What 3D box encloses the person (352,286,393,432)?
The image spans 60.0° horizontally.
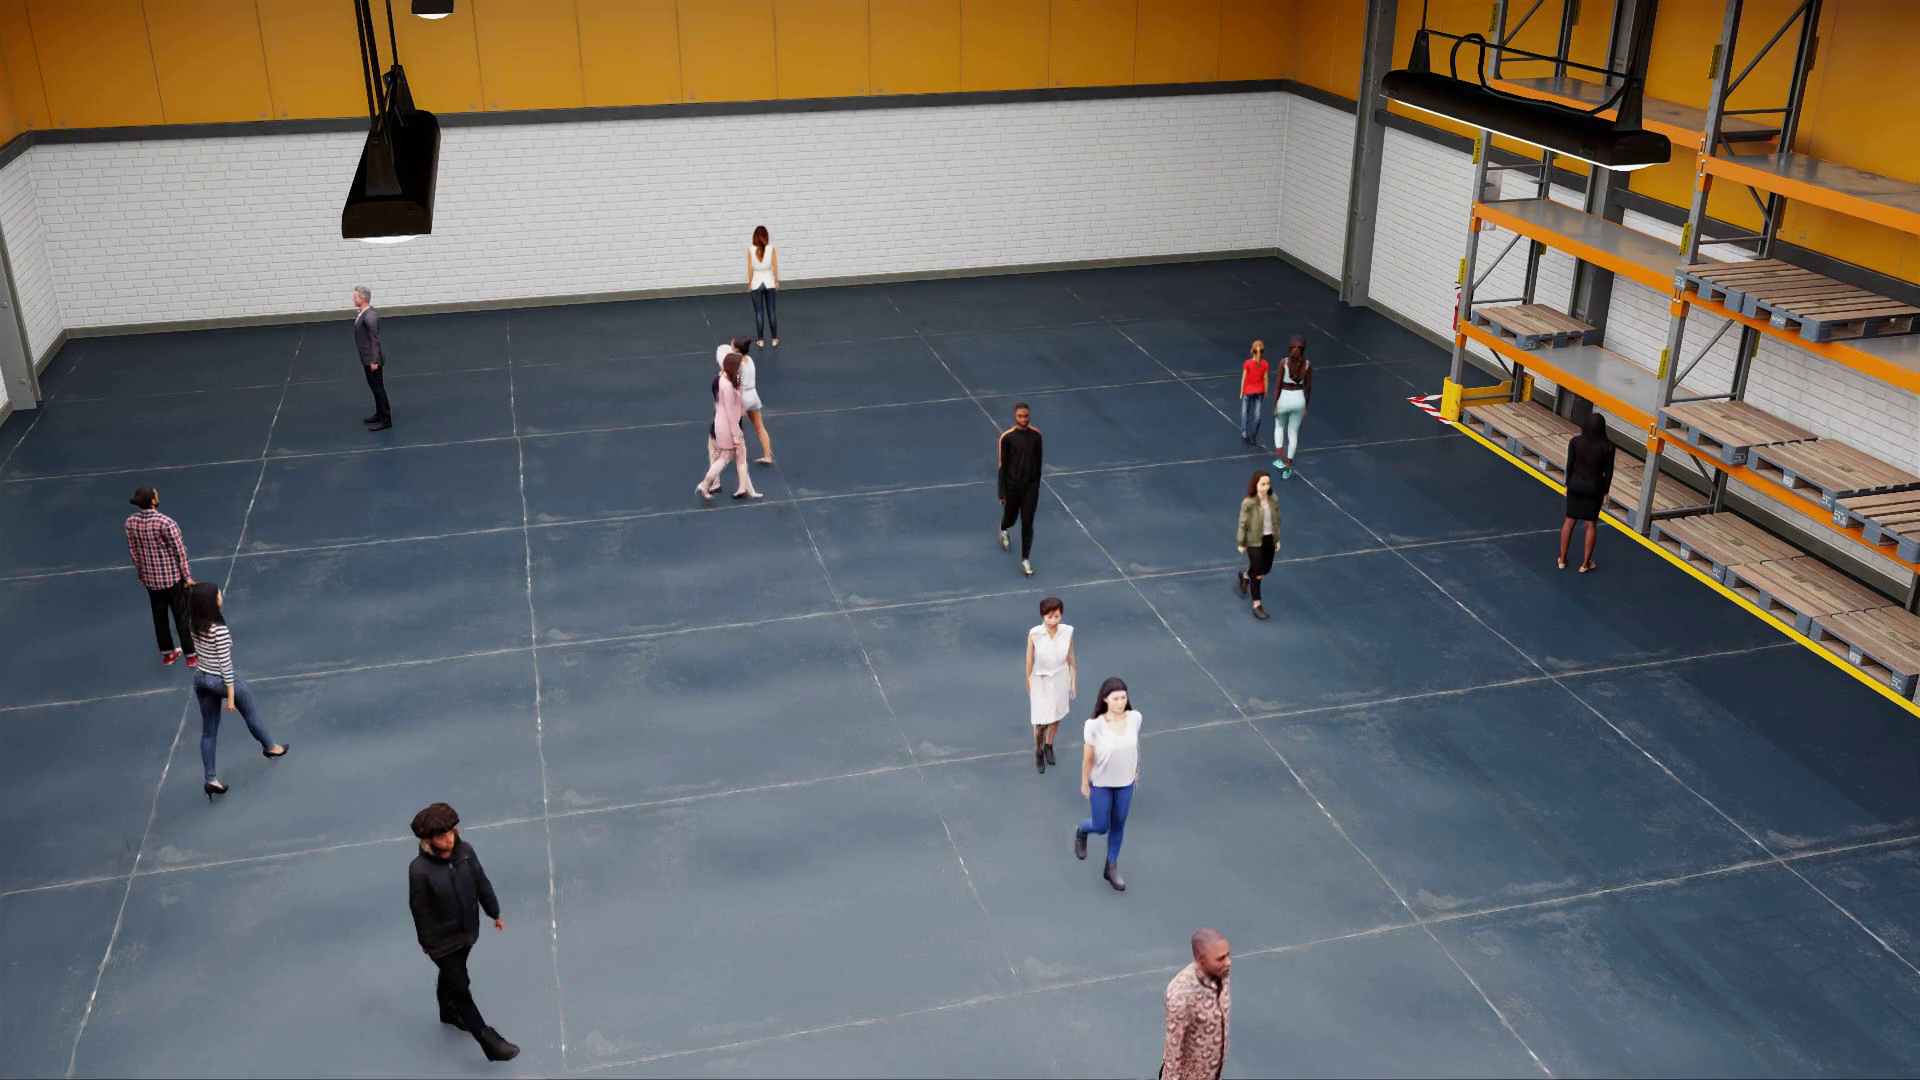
[{"bbox_3d":[-7.461,-2.328,21.062,0.835,1.841,0.615,-12,26,-25],"label":"person"}]

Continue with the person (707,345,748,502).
[{"bbox_3d":[-2.534,-1.289,18.728,0.935,1.807,0.858,16,28,32],"label":"person"}]

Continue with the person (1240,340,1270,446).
[{"bbox_3d":[3.634,-1.799,20.531,0.588,1.296,0.670,1,24,3],"label":"person"}]

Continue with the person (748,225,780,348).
[{"bbox_3d":[-2.870,-3.702,24.277,0.605,1.784,0.528,-5,24,-11],"label":"person"}]

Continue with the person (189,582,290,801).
[{"bbox_3d":[-5.897,1.220,13.055,0.998,1.753,1.114,10,25,21],"label":"person"}]

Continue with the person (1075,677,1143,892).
[{"bbox_3d":[1.054,1.719,12.012,0.673,1.674,0.835,-10,26,-22],"label":"person"}]

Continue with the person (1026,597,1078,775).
[{"bbox_3d":[0.717,1.125,13.539,0.533,1.540,0.631,-6,24,-13],"label":"person"}]

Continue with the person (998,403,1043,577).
[{"bbox_3d":[0.606,-0.570,17.112,0.627,1.784,1.049,-6,24,-13],"label":"person"}]

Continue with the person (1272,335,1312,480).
[{"bbox_3d":[3.867,-1.527,19.399,0.707,1.705,0.770,2,24,5],"label":"person"}]

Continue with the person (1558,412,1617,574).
[{"bbox_3d":[6.415,-0.504,17.044,0.678,1.716,0.740,13,27,28],"label":"person"}]

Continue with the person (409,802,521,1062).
[{"bbox_3d":[-3.233,2.392,10.396,1.133,1.737,1.058,14,27,28],"label":"person"}]

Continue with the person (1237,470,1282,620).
[{"bbox_3d":[2.894,0.000,16.212,0.656,1.460,0.932,-9,25,-20],"label":"person"}]

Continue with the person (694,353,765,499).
[{"bbox_3d":[-2.681,-1.226,18.638,0.834,1.764,0.990,-5,24,-11],"label":"person"}]

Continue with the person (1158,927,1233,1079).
[{"bbox_3d":[1.234,2.885,9.200,1.026,1.791,0.934,21,31,39],"label":"person"}]

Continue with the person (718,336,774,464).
[{"bbox_3d":[-2.490,-1.628,19.812,1.066,1.560,1.030,12,26,25],"label":"person"}]

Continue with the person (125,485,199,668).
[{"bbox_3d":[-7.228,0.320,15.105,0.779,1.761,0.754,4,24,10],"label":"person"}]
